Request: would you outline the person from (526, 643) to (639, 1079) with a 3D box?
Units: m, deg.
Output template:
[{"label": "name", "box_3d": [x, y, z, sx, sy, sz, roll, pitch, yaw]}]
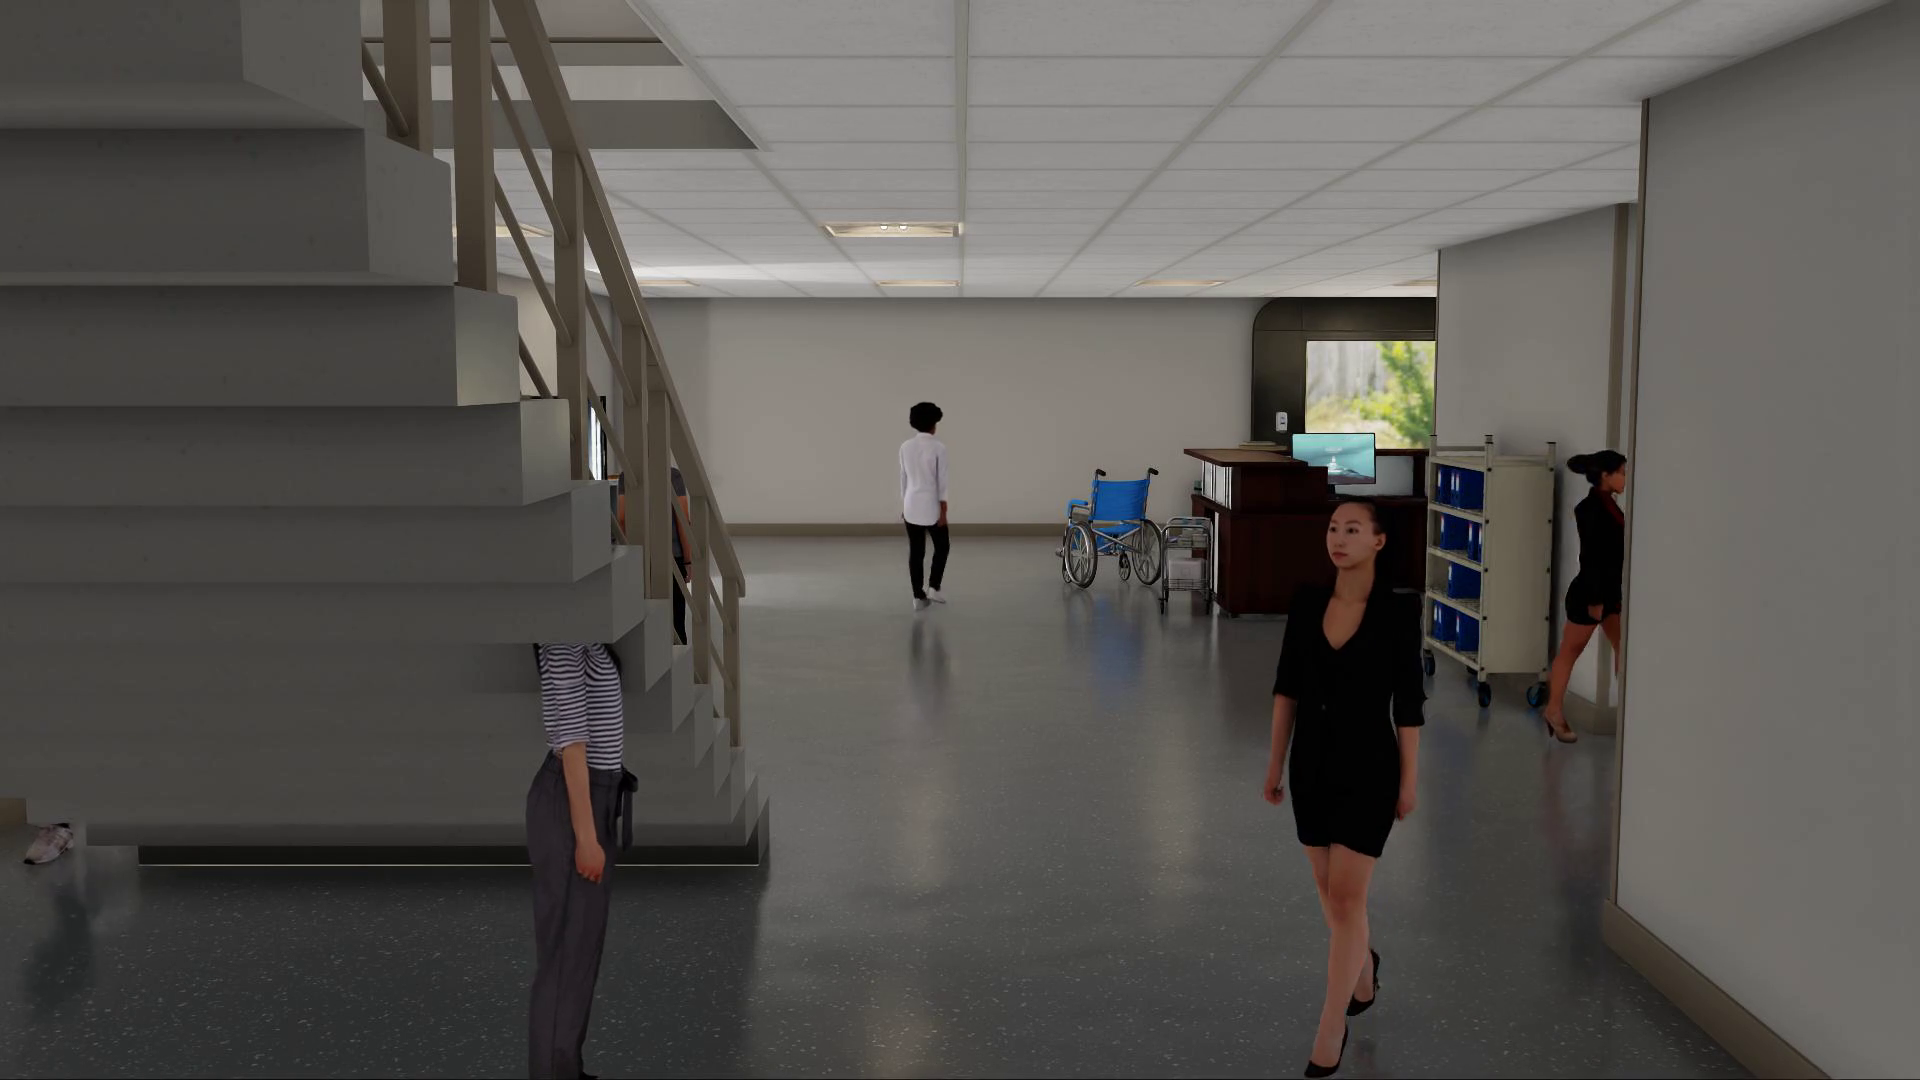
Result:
[{"label": "person", "box_3d": [-1.053, 0.744, 4.463, 0.690, 1.732, 0.503, -1, 6, -9]}]

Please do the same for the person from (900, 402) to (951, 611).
[{"label": "person", "box_3d": [-0.343, -0.286, 14.373, 0.710, 1.798, 0.717, 2, 6, 18]}]

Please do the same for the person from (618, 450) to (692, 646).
[{"label": "person", "box_3d": [-1.919, 0.131, 10.447, 0.655, 1.754, 0.579, 1, 6, 10]}]

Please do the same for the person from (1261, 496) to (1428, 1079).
[{"label": "person", "box_3d": [1.183, 0.715, 5.022, 0.905, 1.678, 0.989, 5, 7, 40]}]

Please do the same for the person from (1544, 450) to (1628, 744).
[{"label": "person", "box_3d": [3.405, 0.333, 9.139, 0.965, 1.613, 0.927, 5, 8, 41]}]
